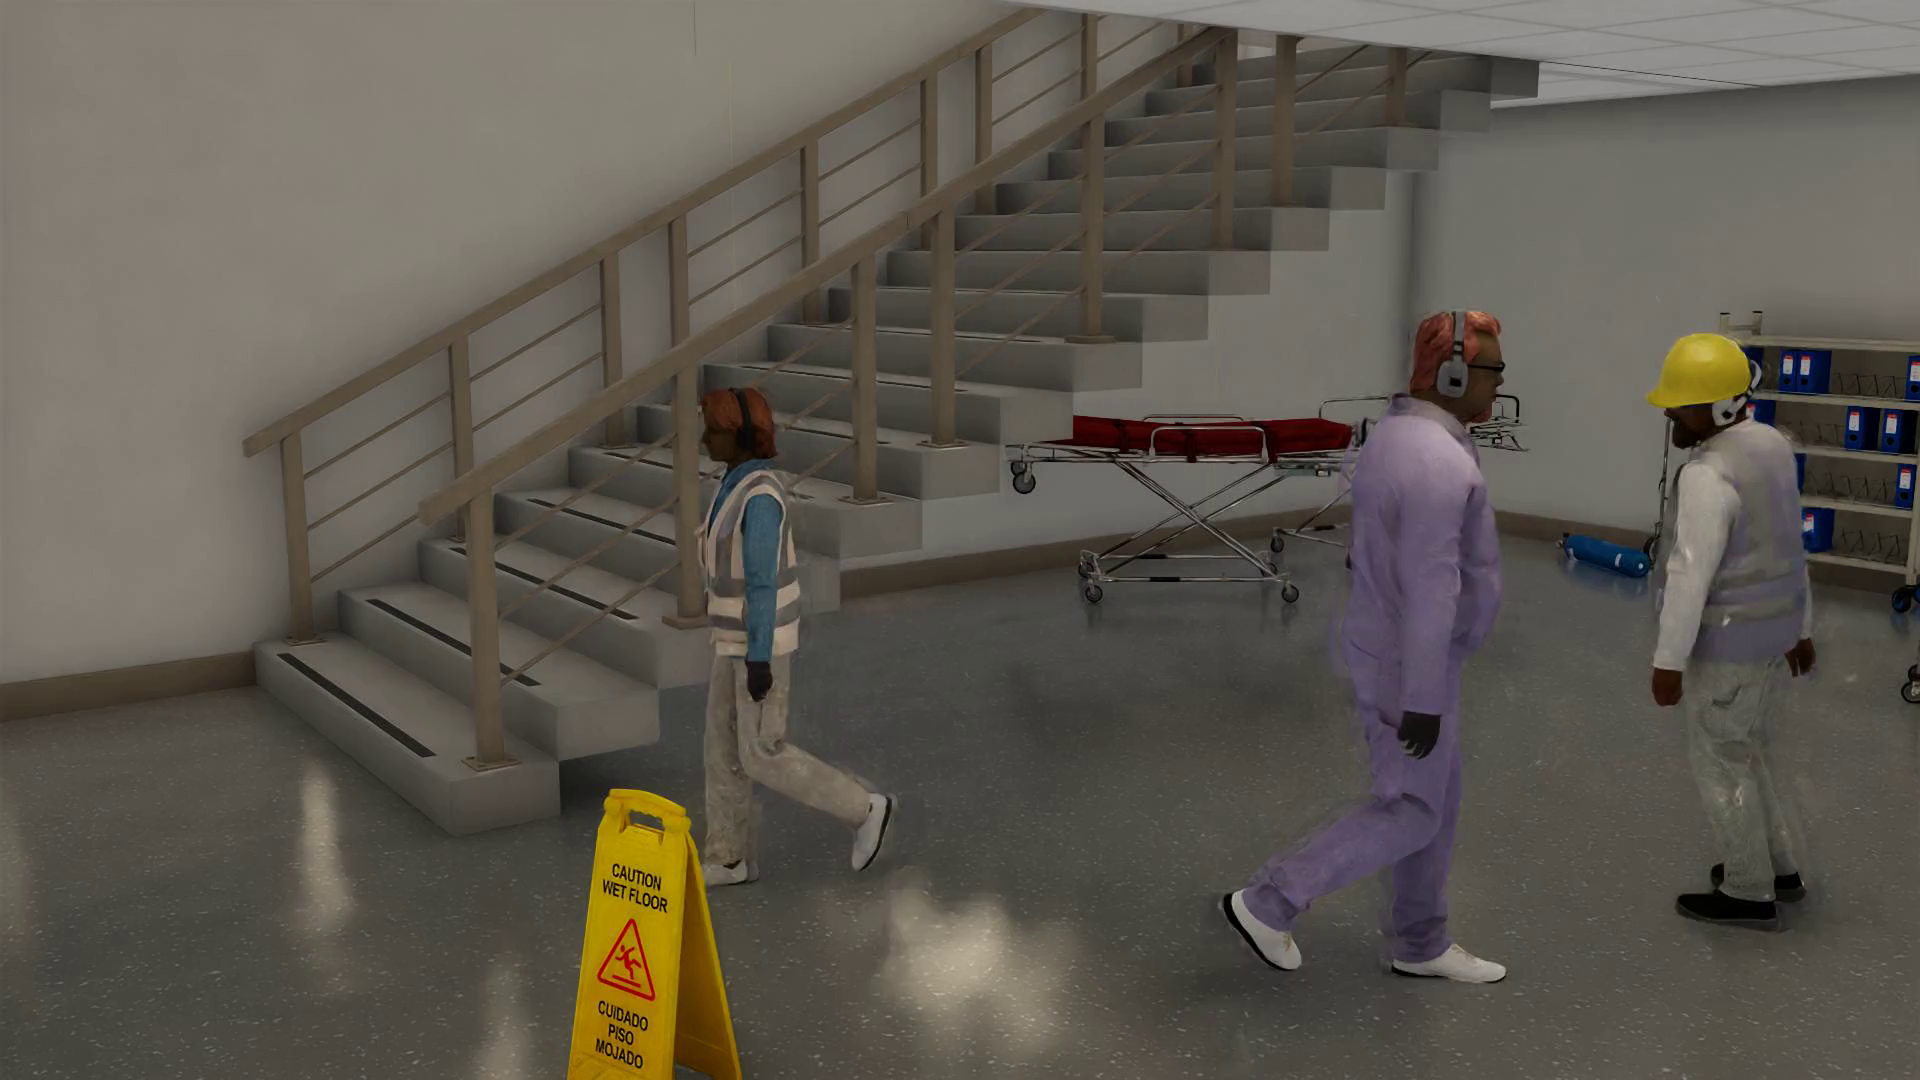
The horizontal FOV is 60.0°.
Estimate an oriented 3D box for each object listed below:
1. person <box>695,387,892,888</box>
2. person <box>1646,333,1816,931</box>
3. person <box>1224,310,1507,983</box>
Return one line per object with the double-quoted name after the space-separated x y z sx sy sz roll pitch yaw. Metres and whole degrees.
-0.583 0.322 5.217 0.626 1.619 0.519 -3 10 -18 "person"
2.273 0.279 4.961 0.486 1.787 0.617 9 13 41 "person"
1.129 0.324 4.453 0.705 1.878 0.681 1 10 6 "person"
